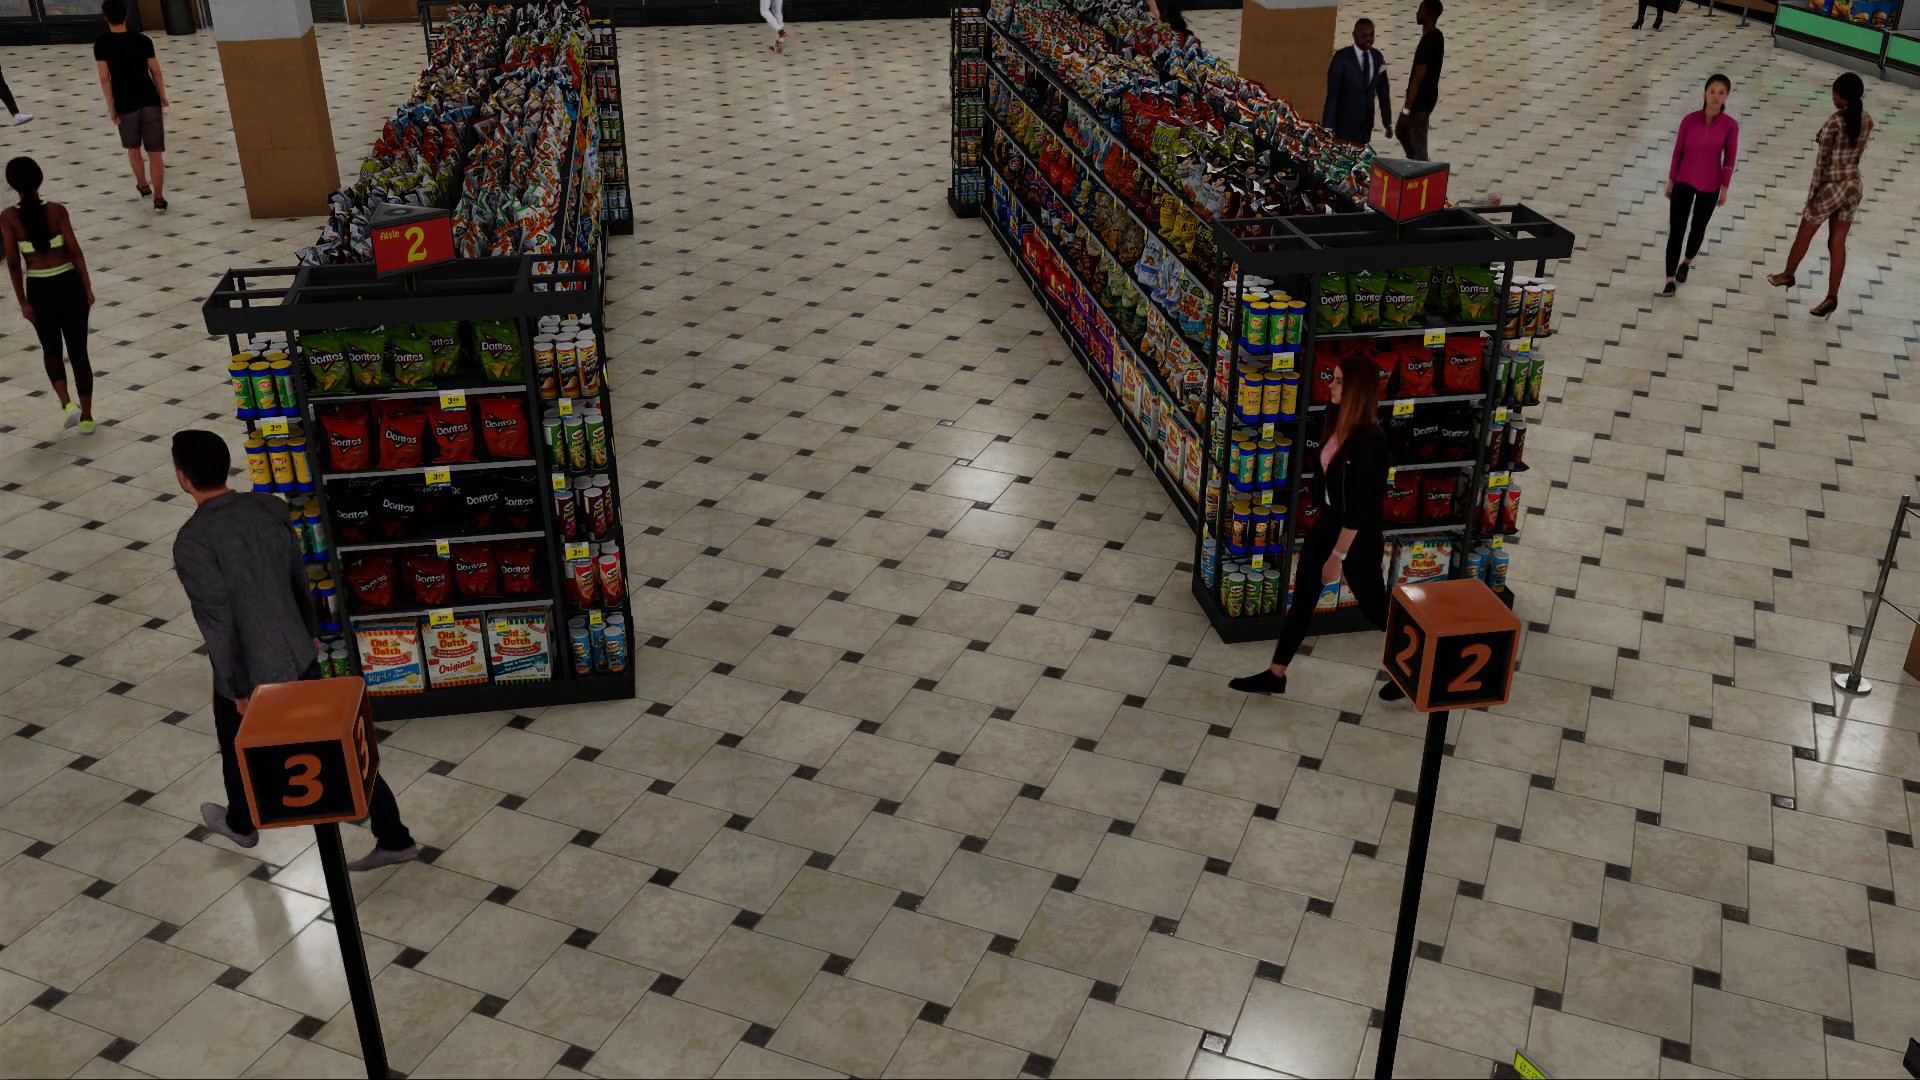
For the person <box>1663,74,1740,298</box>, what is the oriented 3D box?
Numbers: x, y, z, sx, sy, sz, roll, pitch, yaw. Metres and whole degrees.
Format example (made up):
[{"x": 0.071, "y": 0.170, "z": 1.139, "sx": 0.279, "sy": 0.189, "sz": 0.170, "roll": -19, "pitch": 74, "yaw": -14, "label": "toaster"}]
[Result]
[{"x": 5.669, "y": -2.722, "z": 12.777, "sx": 1.005, "sy": 1.660, "sz": 1.177, "roll": 12, "pitch": 29, "yaw": 22, "label": "person"}]

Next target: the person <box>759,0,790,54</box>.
[{"x": -2.351, "y": -7.118, "z": 21.388, "sx": 0.803, "sy": 1.711, "sz": 0.912, "roll": -19, "pitch": 33, "yaw": -33, "label": "person"}]

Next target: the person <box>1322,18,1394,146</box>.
[{"x": 3.315, "y": -3.562, "z": 14.270, "sx": 0.806, "sy": 1.807, "sz": 0.791, "roll": -15, "pitch": 31, "yaw": -27, "label": "person"}]

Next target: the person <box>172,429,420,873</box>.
[{"x": -2.529, "y": 0.510, "z": 6.236, "sx": 1.246, "sy": 1.811, "sz": 1.297, "roll": 11, "pitch": 29, "yaw": 21, "label": "person"}]

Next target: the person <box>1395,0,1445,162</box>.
[{"x": 4.275, "y": -3.971, "z": 15.088, "sx": 0.837, "sy": 1.796, "sz": 0.732, "roll": 11, "pitch": 29, "yaw": 21, "label": "person"}]

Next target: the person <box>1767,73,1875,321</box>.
[{"x": 6.455, "y": -2.452, "z": 12.167, "sx": 0.582, "sy": 1.729, "sz": 1.036, "roll": -6, "pitch": 27, "yaw": -11, "label": "person"}]

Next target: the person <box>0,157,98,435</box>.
[{"x": -5.522, "y": -1.447, "z": 10.171, "sx": 0.659, "sy": 1.742, "sz": 0.755, "roll": -13, "pitch": 29, "yaw": -23, "label": "person"}]

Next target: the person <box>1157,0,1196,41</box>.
[{"x": 1.929, "y": -3.987, "z": 15.126, "sx": 0.907, "sy": 1.791, "sz": 1.183, "roll": -12, "pitch": 29, "yaw": -23, "label": "person"}]

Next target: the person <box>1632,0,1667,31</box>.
[{"x": 9.675, "y": -8.037, "z": 23.057, "sx": 0.651, "sy": 1.841, "sz": 0.587, "roll": -4, "pitch": 27, "yaw": -7, "label": "person"}]

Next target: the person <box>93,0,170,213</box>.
[{"x": -7.294, "y": -3.823, "z": 14.761, "sx": 0.852, "sy": 1.829, "sz": 1.127, "roll": -12, "pitch": 29, "yaw": -23, "label": "person"}]

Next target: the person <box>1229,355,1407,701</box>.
[{"x": 1.828, "y": 0.004, "z": 7.393, "sx": 0.673, "sy": 1.667, "sz": 1.110, "roll": -3, "pitch": 27, "yaw": -7, "label": "person"}]
